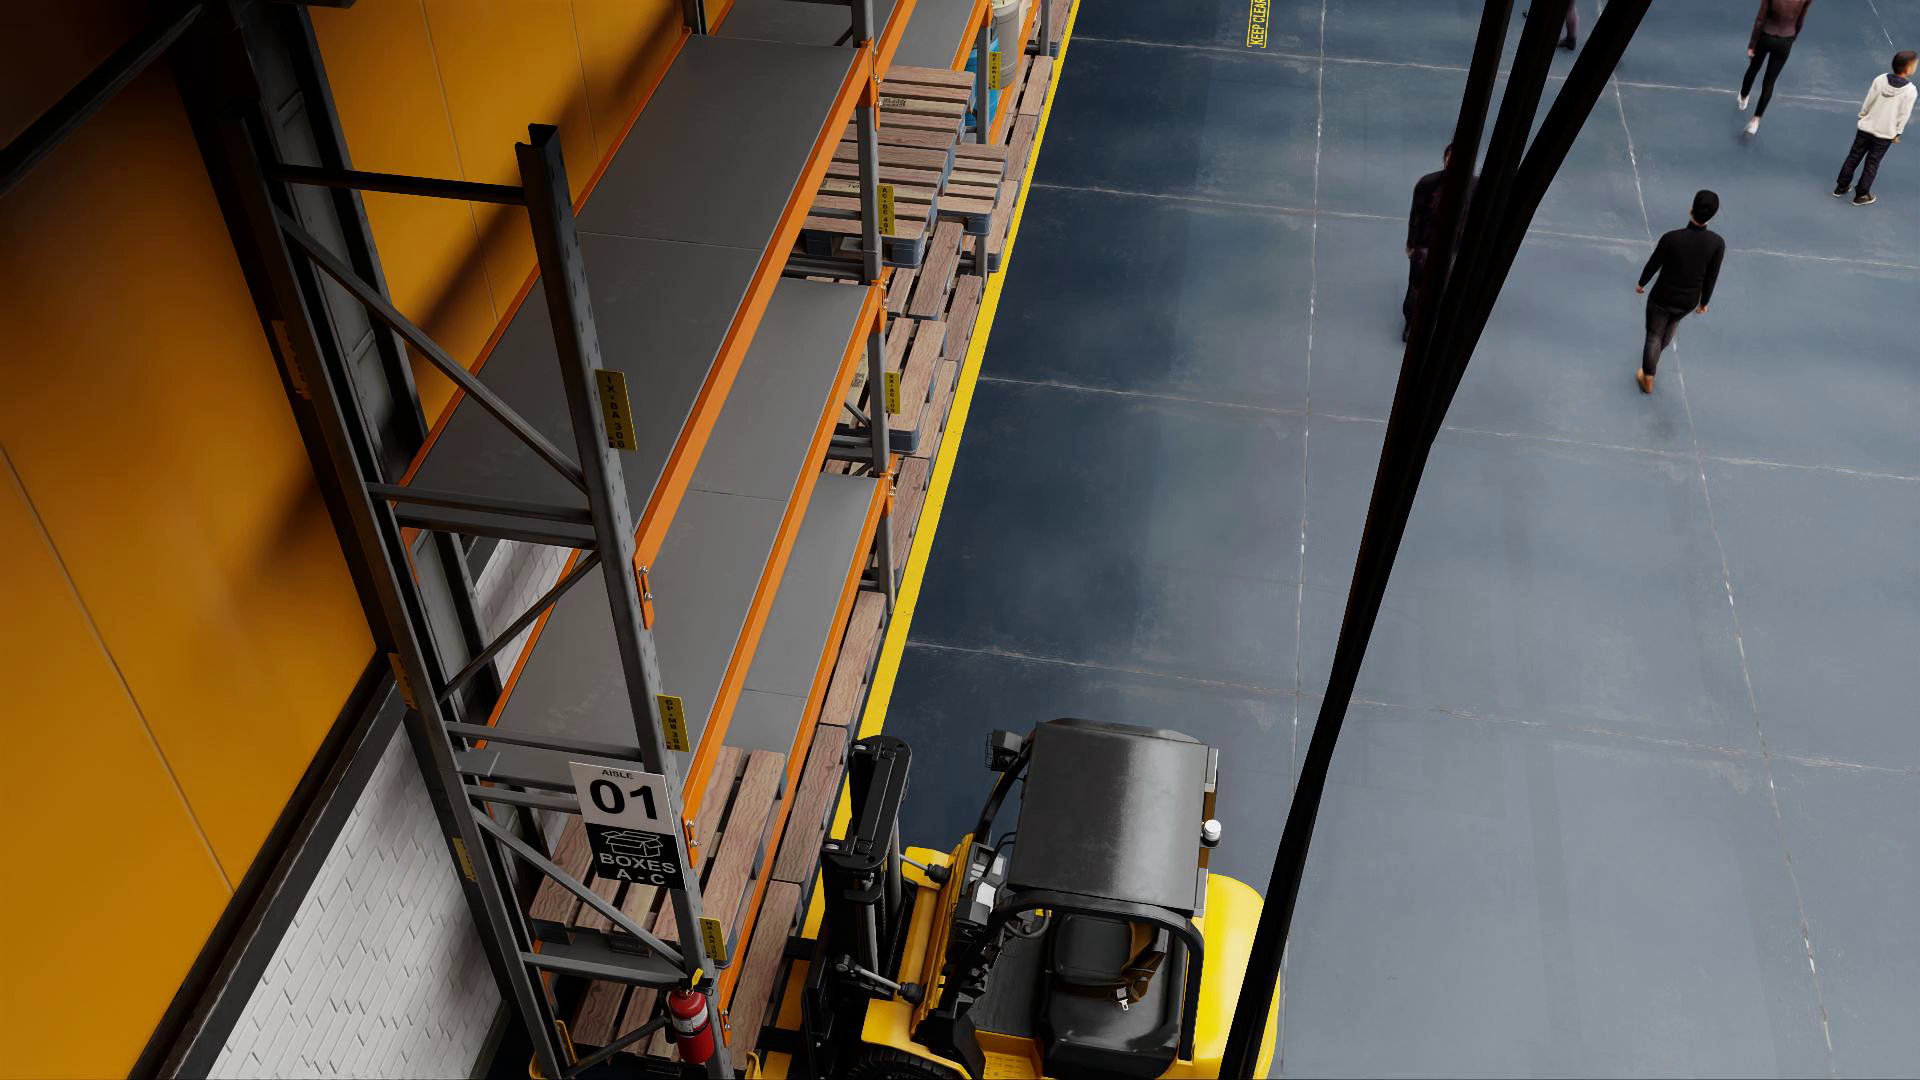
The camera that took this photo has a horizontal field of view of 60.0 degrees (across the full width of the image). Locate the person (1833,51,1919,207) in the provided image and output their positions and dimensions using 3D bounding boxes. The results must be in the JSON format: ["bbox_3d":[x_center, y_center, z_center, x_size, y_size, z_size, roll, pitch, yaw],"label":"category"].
[{"bbox_3d":[8.323,-3.737,15.081,0.704,1.453,0.642,-25,49,-24],"label":"person"}]

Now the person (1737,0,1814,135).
[{"bbox_3d":[7.805,-4.704,15.942,0.730,1.665,1.157,14,45,14],"label":"person"}]

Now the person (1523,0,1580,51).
[{"bbox_3d":[6.383,-5.848,17.160,1.043,1.641,1.068,-32,52,-29],"label":"person"}]

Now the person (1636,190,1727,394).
[{"bbox_3d":[5.585,-1.887,12.955,0.686,1.706,0.875,5,44,5],"label":"person"}]

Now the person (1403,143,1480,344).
[{"bbox_3d":[3.847,-2.406,13.368,0.715,1.889,0.715,10,45,10],"label":"person"}]
